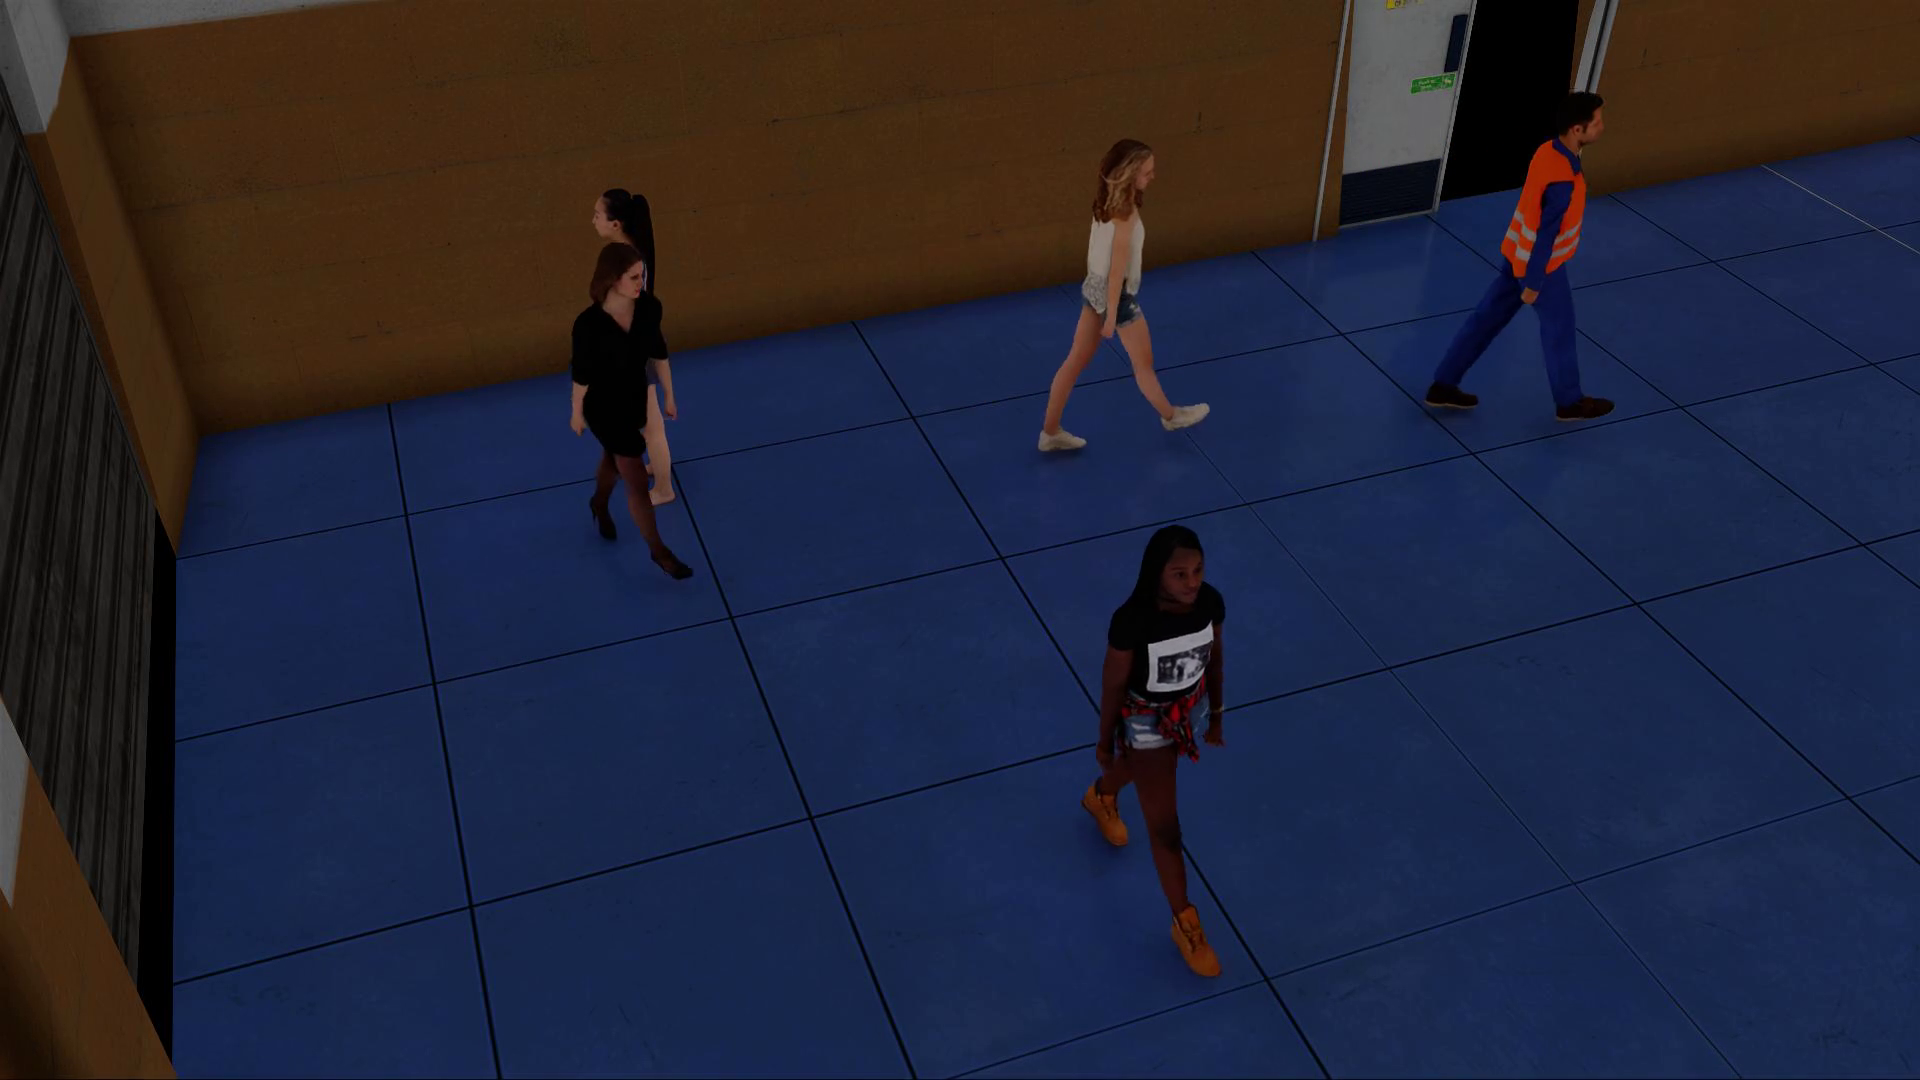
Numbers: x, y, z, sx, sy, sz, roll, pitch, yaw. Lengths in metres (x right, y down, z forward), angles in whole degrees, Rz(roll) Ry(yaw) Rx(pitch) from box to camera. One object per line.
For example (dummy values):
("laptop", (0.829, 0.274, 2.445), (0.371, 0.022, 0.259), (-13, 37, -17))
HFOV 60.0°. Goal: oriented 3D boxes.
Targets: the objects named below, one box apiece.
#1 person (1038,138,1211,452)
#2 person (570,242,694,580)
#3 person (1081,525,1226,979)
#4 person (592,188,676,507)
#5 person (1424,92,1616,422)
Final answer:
("person", (0.640, -1.149, 8.257), (0.777, 1.709, 1.108), (-8, 38, -10))
("person", (-1.617, -0.616, 7.571), (0.888, 1.662, 1.066), (-30, 46, -34))
("person", (0.661, 0.622, 5.926), (0.772, 1.674, 1.236), (-19, 41, -24))
("person", (-1.553, -0.920, 8.000), (0.677, 1.650, 0.489), (-8, 38, -11))
("person", (2.846, -1.396, 8.494), (1.105, 1.818, 1.257), (3, 37, 4))
